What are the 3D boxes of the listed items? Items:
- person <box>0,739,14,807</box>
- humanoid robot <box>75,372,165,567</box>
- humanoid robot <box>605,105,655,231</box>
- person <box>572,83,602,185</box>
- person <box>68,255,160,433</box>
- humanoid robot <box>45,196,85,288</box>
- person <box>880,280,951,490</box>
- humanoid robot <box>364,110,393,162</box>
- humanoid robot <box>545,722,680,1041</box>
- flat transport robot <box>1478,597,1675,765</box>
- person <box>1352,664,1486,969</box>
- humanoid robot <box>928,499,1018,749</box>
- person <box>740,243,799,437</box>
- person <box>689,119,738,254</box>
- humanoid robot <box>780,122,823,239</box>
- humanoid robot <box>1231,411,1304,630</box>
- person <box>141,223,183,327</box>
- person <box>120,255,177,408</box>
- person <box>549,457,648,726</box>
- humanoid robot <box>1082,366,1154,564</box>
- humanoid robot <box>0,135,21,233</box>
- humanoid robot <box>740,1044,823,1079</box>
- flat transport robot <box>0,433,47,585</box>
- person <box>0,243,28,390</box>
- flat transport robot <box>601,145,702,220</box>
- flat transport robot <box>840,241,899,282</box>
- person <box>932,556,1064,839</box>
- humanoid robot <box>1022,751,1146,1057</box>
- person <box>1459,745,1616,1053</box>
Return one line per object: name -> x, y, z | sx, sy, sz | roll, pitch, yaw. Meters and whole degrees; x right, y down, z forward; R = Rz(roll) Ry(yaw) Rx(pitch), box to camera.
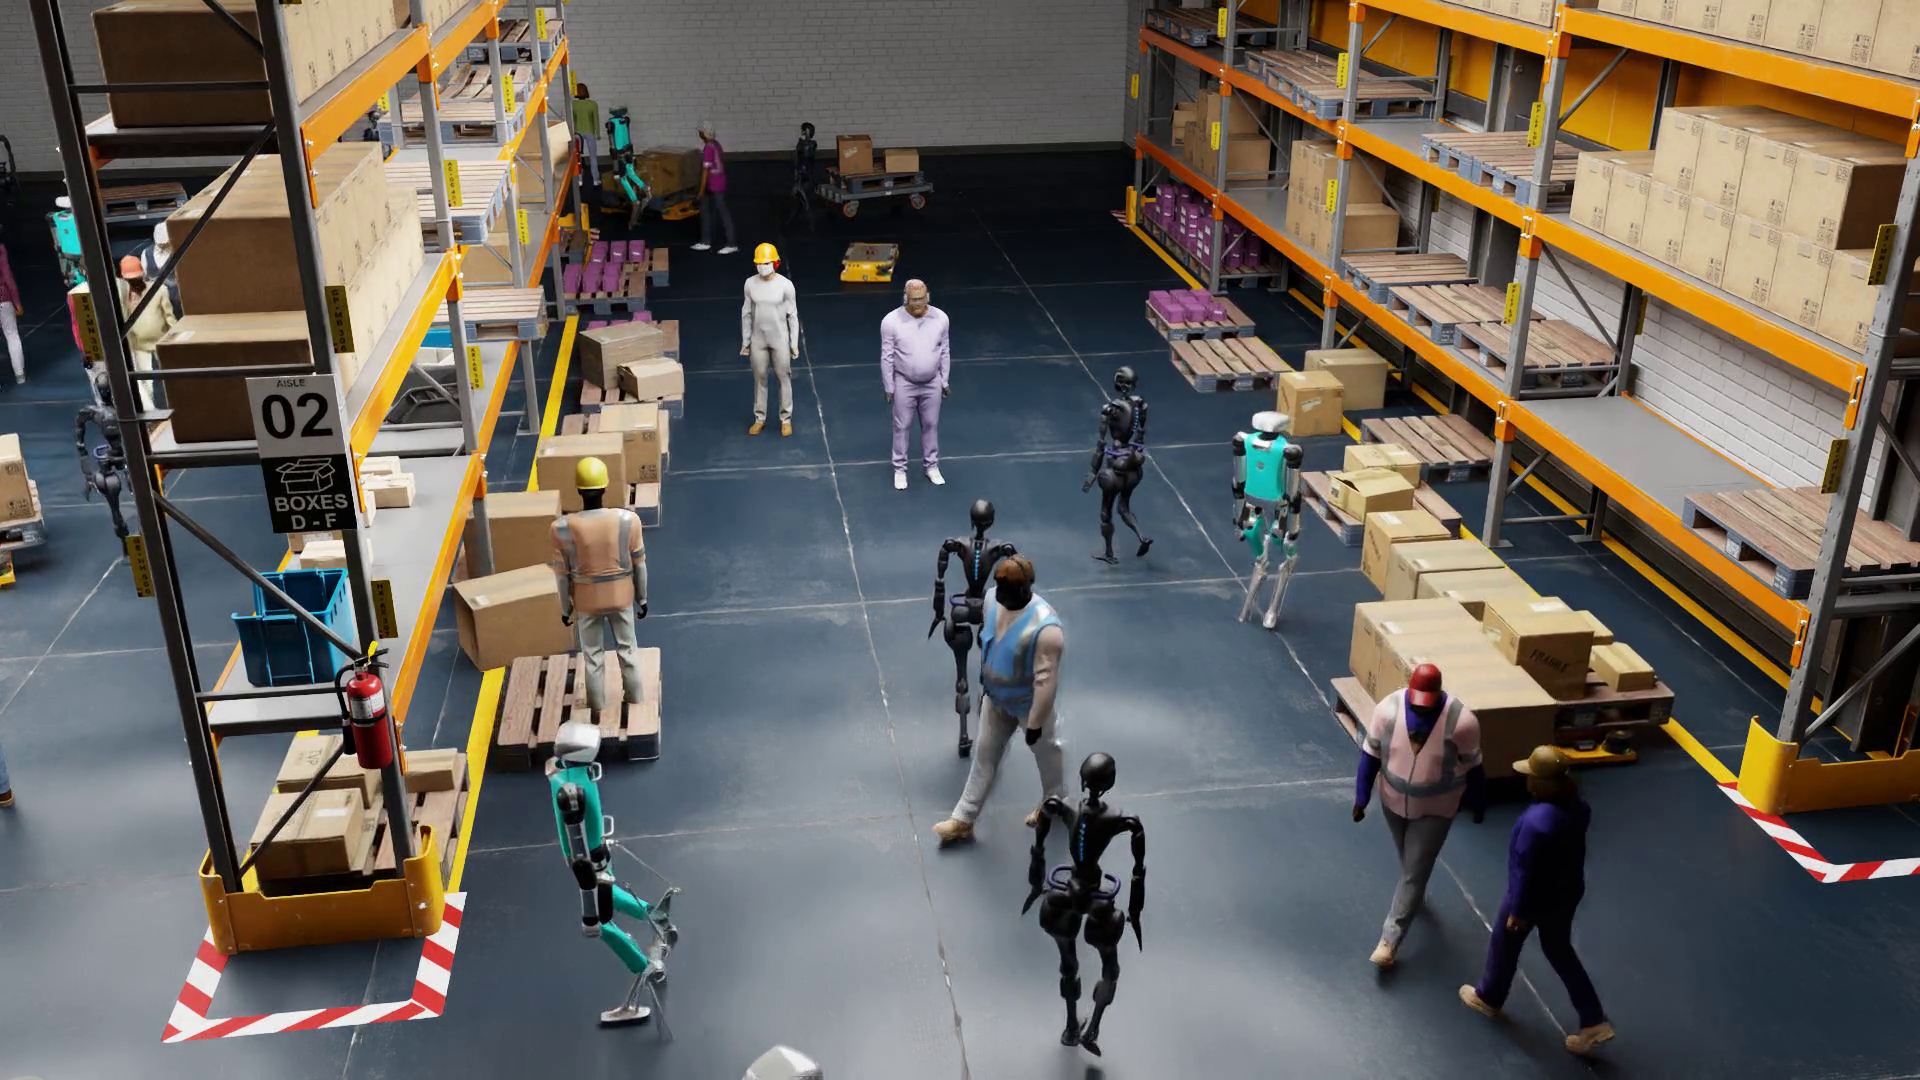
person -> -6.040, 0.753, 9.817 | 0.376, 1.997, 0.610 | 18, 30, 36
humanoid robot -> -6.677, -0.561, 13.216 | 0.586, 1.636, 0.428 | -13, 27, -26
humanoid robot -> -4.709, -5.323, 24.065 | 0.666, 1.866, 0.542 | 8, 25, 18
person -> -6.092, -6.576, 26.980 | 0.509, 1.623, 0.318 | -1, 24, -2
person -> -8.161, -1.856, 15.997 | 0.723, 1.826, 0.632 | 16, 28, 32
humanoid robot -> -9.774, -3.025, 18.759 | 0.538, 1.801, 0.704 | 4, 24, 9
person -> -0.383, -1.387, 14.808 | 0.653, 1.904, 0.405 | -8, 25, -17
humanoid robot -> -8.544, -5.487, 24.487 | 0.607, 1.628, 0.781 | 11, 26, 24
humanoid robot -> -1.578, 1.718, 8.084 | 0.726, 1.903, 0.548 | -5, 24, -11
flat transport robot -> 3.896, 1.081, 11.216 | 0.659, 0.231, 1.431 | -3, 24, -7
person -> 2.382, 1.398, 8.709 | 0.628, 1.695, 0.909 | 15, 28, 30
humanoid robot -> 0.092, 0.526, 10.817 | 0.610, 1.639, 0.816 | 2, 24, 4
person -> -1.831, -1.931, 16.057 | 0.570, 1.897, 0.359 | 3, 24, 7
person -> -3.440, -4.833, 22.765 | 0.781, 1.807, 0.512 | -1, 24, -3
humanoid robot -> -2.281, -5.132, 23.712 | 0.785, 1.641, 0.611 | 12, 26, 25
humanoid robot -> 2.311, -0.127, 12.199 | 0.530, 1.832, 0.724 | 16, 28, 32
person -> -8.391, -2.568, 17.723 | 0.795, 1.715, 0.795 | 4, 24, 9
person -> -7.924, -1.935, 16.258 | 0.561, 1.740, 0.377 | -13, 27, -27
person -> -2.309, 0.379, 10.753 | 0.586, 1.927, 0.359 | -7, 25, -16
humanoid robot -> 1.299, -0.567, 13.227 | 0.602, 1.649, 0.500 | -21, 31, -39
humanoid robot -> -13.982, -5.302, 24.075 | 0.603, 1.621, 0.796 | -12, 26, -25
humanoid robot -> -0.713, 2.685, 5.758 | 0.535, 1.777, 0.822 | 13, 27, 27
flat transport robot -> -8.086, 0.080, 13.495 | 0.659, 0.231, 1.431 | -13, 27, -27
person -> -10.106, -2.502, 17.331 | 0.533, 1.919, 0.731 | -9, 25, -19
flat transport robot -> -4.663, -5.047, 25.176 | 1.431, 0.231, 0.659 | 11, 26, 23
flat transport robot -> -1.191, -3.699, 22.106 | 0.659, 0.231, 1.431 | 1, 24, 2
person -> 0.277, 0.943, 9.629 | 0.929, 1.795, 0.648 | -19, 30, -37
humanoid robot -> 0.566, 1.762, 7.926 | 0.615, 1.644, 0.476 | 8, 25, 17
person -> 2.875, 1.749, 8.044 | 0.502, 1.587, 0.729 | -16, 28, -32
